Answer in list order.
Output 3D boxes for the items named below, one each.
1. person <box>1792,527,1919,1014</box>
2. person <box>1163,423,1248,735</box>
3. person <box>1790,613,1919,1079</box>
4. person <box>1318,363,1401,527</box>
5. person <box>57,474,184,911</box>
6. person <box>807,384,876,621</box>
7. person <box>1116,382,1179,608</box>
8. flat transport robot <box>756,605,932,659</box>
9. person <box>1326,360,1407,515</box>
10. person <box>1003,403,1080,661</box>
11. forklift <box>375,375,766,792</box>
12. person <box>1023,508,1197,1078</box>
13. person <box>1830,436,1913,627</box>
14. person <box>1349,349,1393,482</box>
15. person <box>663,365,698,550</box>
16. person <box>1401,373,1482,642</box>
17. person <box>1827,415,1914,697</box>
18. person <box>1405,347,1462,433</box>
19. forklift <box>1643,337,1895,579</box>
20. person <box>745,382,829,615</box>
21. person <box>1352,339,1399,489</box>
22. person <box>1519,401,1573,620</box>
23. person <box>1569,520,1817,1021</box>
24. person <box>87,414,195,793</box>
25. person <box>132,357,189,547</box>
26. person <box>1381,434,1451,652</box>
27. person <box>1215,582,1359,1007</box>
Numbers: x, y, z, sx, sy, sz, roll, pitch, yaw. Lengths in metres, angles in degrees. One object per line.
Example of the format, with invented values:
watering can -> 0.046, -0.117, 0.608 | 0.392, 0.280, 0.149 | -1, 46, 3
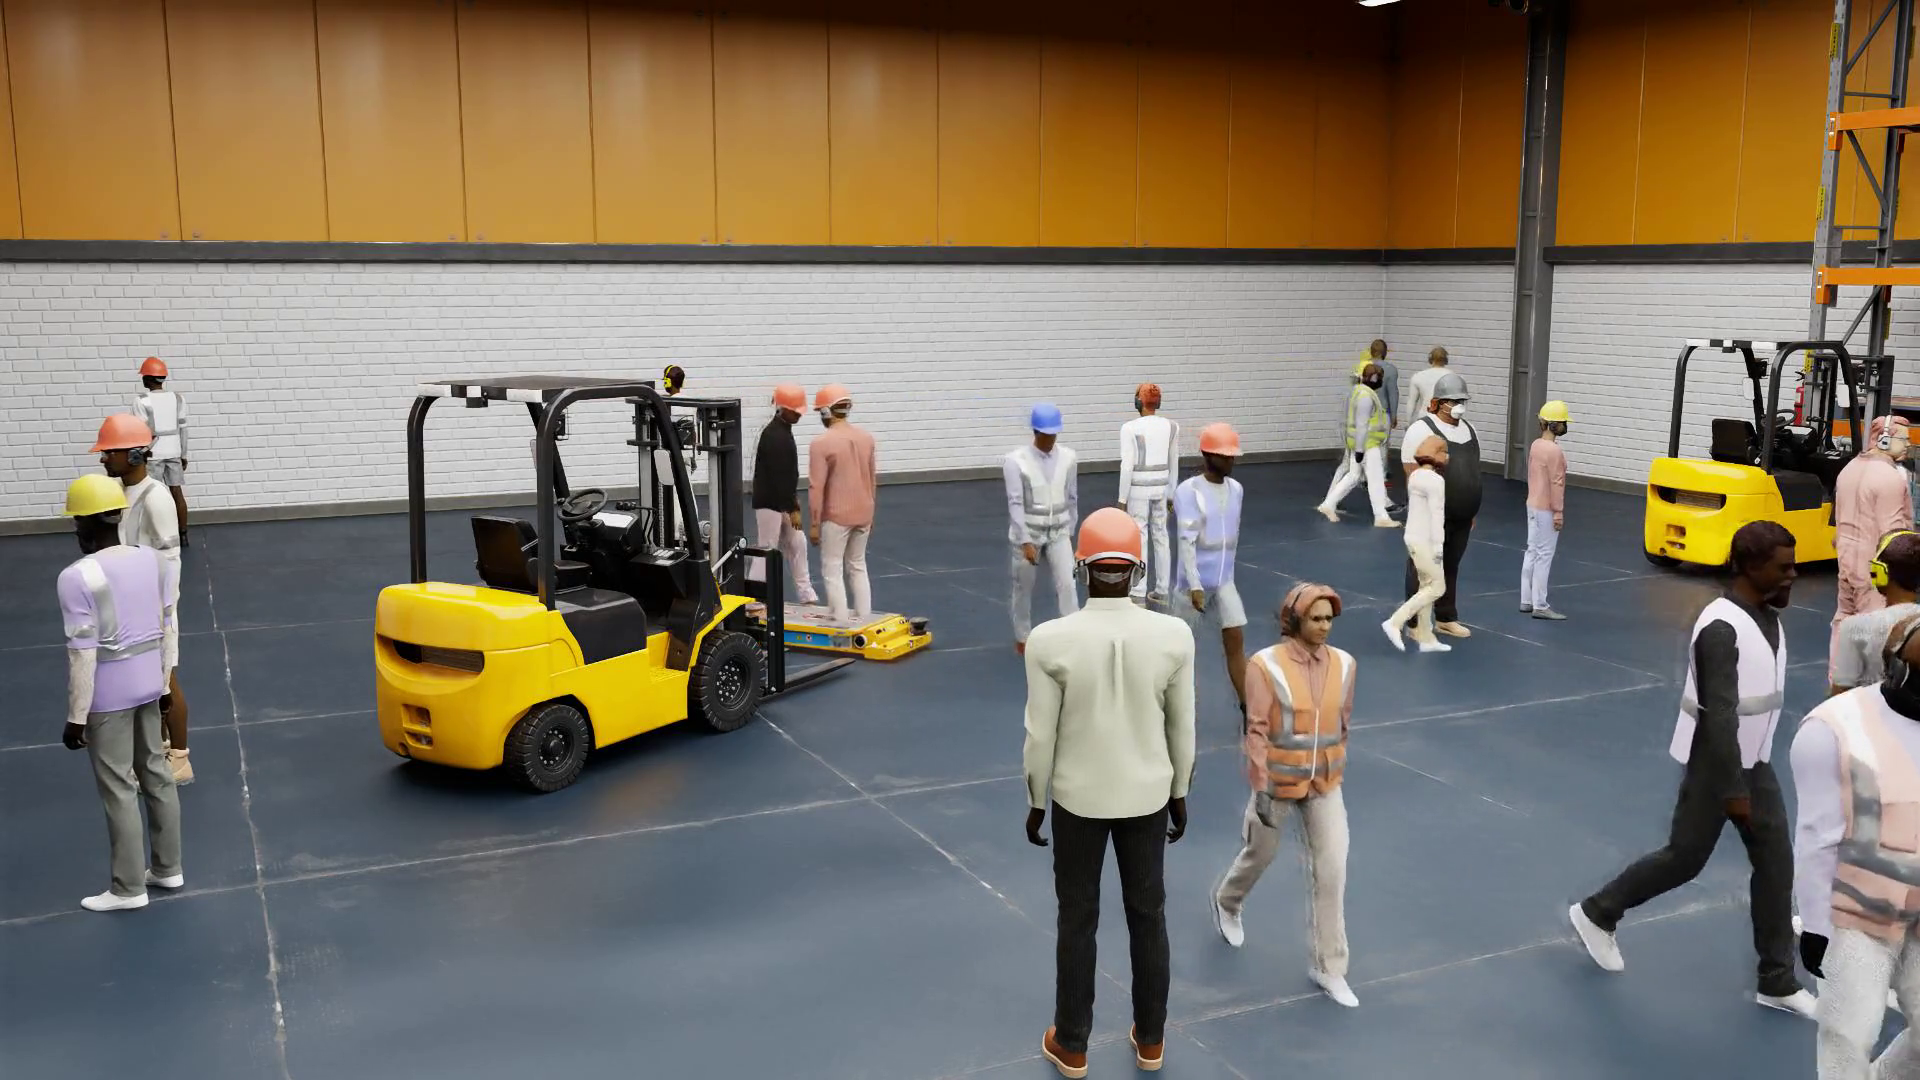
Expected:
person -> 3.580, 0.859, 6.455 | 0.540, 1.826, 0.962 | -1, 9, -6
person -> 1.545, 0.235, 10.094 | 0.567, 1.881, 1.009 | -6, 11, -31
person -> 2.748, 1.102, 4.921 | 0.620, 1.823, 0.431 | 0, 9, 1
person -> 4.420, -1.048, 18.355 | 0.841, 1.816, 0.626 | 1, 9, 7
person -> -3.705, 0.668, 7.299 | 0.380, 1.923, 0.595 | 2, 9, 14
person -> -0.897, -0.168, 12.334 | 0.465, 1.966, 0.631 | 9, 13, 43
person -> 1.561, -0.373, 13.881 | 0.586, 1.882, 0.340 | -5, 11, -29
flat transport robot -> -0.994, 0.667, 12.420 | 1.431, 0.197, 0.652 | 4, 10, 26
person -> 4.657, -1.173, 19.170 | 0.938, 1.787, 0.591 | 1, 9, 7
person -> 0.615, -0.013, 11.614 | 0.606, 1.886, 1.013 | -4, 10, -21
forklift -> -2.268, 0.149, 9.685 | 1.214, 2.155, 2.313 | 6, 11, 32
person -> 0.515, 0.879, 5.773 | 0.611, 1.995, 0.375 | -1, 9, -9
person -> 6.962, -0.025, 12.594 | 0.519, 1.604, 0.829 | -3, 10, -18
person -> 5.438, -1.632, 21.999 | 0.630, 1.789, 0.490 | -1, 9, -3
person -> -2.834, -0.813, 16.663 | 0.310, 1.868, 0.533 | 5, 11, 30
person -> 3.696, -0.246, 12.613 | 0.676, 2.000, 0.536 | -5, 10, -29
person -> 5.765, 0.166, 10.485 | 0.400, 1.905, 0.643 | 1, 9, 4
person -> 5.798, -1.417, 20.364 | 0.649, 1.883, 1.026 | 1, 9, 7
forklift -> 7.551, -0.789, 15.507 | 2.313, 2.155, 1.214 | -4, 10, -25
person -> -1.373, -0.284, 13.180 | 0.820, 1.931, 0.643 | 1, 9, 6
person -> 5.352, -1.619, 21.448 | 0.635, 1.936, 0.353 | 8, 12, 41
person -> 4.753, -0.243, 13.444 | 0.310, 1.768, 0.533 | 0, 9, -2
person -> 2.893, 0.839, 6.382 | 0.584, 1.887, 0.952 | -8, 12, -41
person -> -4.422, 0.340, 8.964 | 0.616, 2.041, 0.378 | 9, 13, 43
person -> -8.057, -0.866, 16.760 | 0.340, 1.942, 0.551 | 6, 11, 34
person -> 3.373, 0.033, 12.177 | 0.515, 1.613, 0.541 | -1, 9, -9
person -> 1.301, 0.943, 6.600 | 0.503, 1.611, 0.814 | -3, 10, -17
